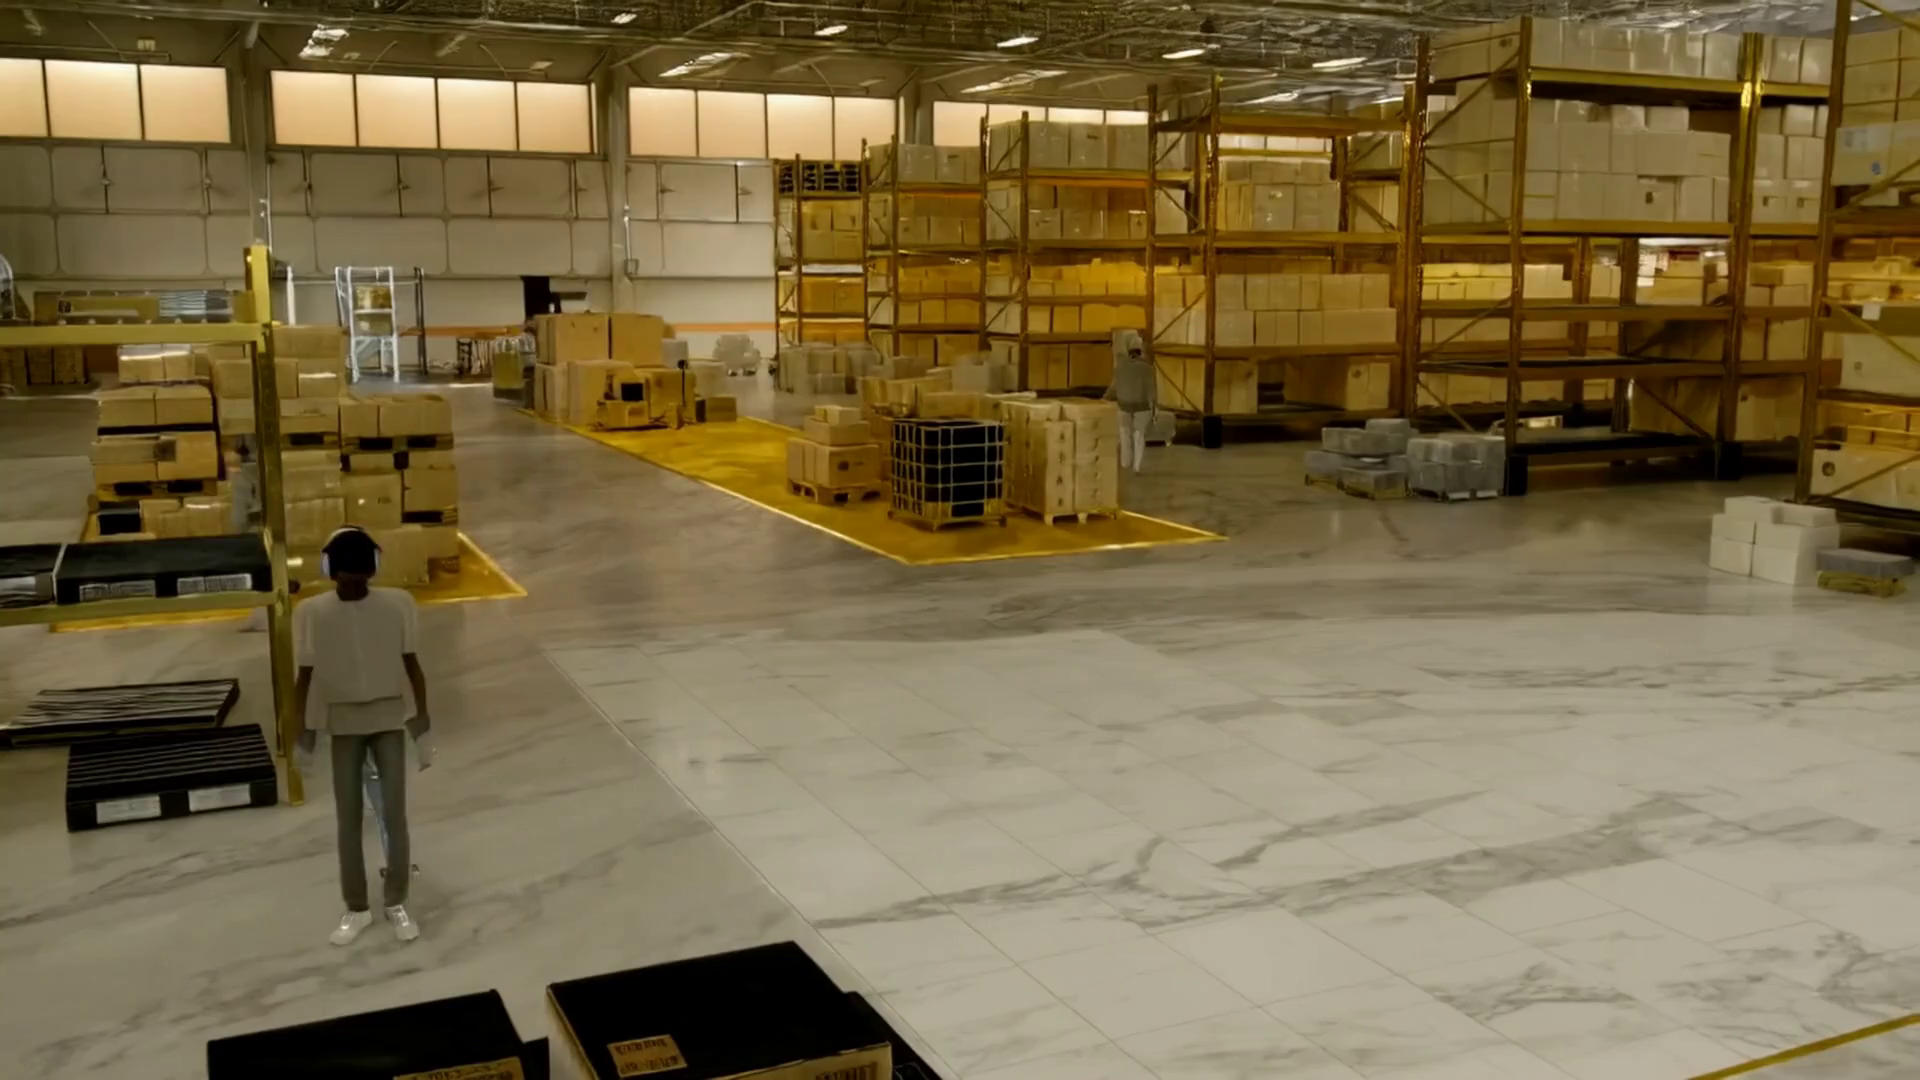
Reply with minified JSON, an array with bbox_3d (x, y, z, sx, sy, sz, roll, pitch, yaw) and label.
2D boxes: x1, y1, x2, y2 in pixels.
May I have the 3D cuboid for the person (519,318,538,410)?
[{"bbox_3d":[-8.967,-3.695,34.936,0.378,1.932,0.551,7,12,39],"label":"person"}]

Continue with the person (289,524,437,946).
[{"bbox_3d":[-2.564,0.837,7.112,0.605,1.850,0.398,-2,9,-14],"label":"person"}]

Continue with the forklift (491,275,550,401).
[{"bbox_3d":[-9.571,-4.597,37.606,1.873,2.768,1.129,-6,11,-34],"label":"forklift"}]

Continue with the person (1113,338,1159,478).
[{"bbox_3d":[2.503,-1.888,23.689,0.644,1.940,1.028,1,9,4],"label":"person"}]

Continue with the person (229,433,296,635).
[{"bbox_3d":[-5.632,-0.043,13.251,0.378,1.627,0.520,-1,9,-6],"label":"person"}]

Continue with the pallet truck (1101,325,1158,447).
[{"bbox_3d":[2.881,-2.596,27.923,0.823,1.965,1.885,-1,9,-7],"label":"pallet truck"}]
